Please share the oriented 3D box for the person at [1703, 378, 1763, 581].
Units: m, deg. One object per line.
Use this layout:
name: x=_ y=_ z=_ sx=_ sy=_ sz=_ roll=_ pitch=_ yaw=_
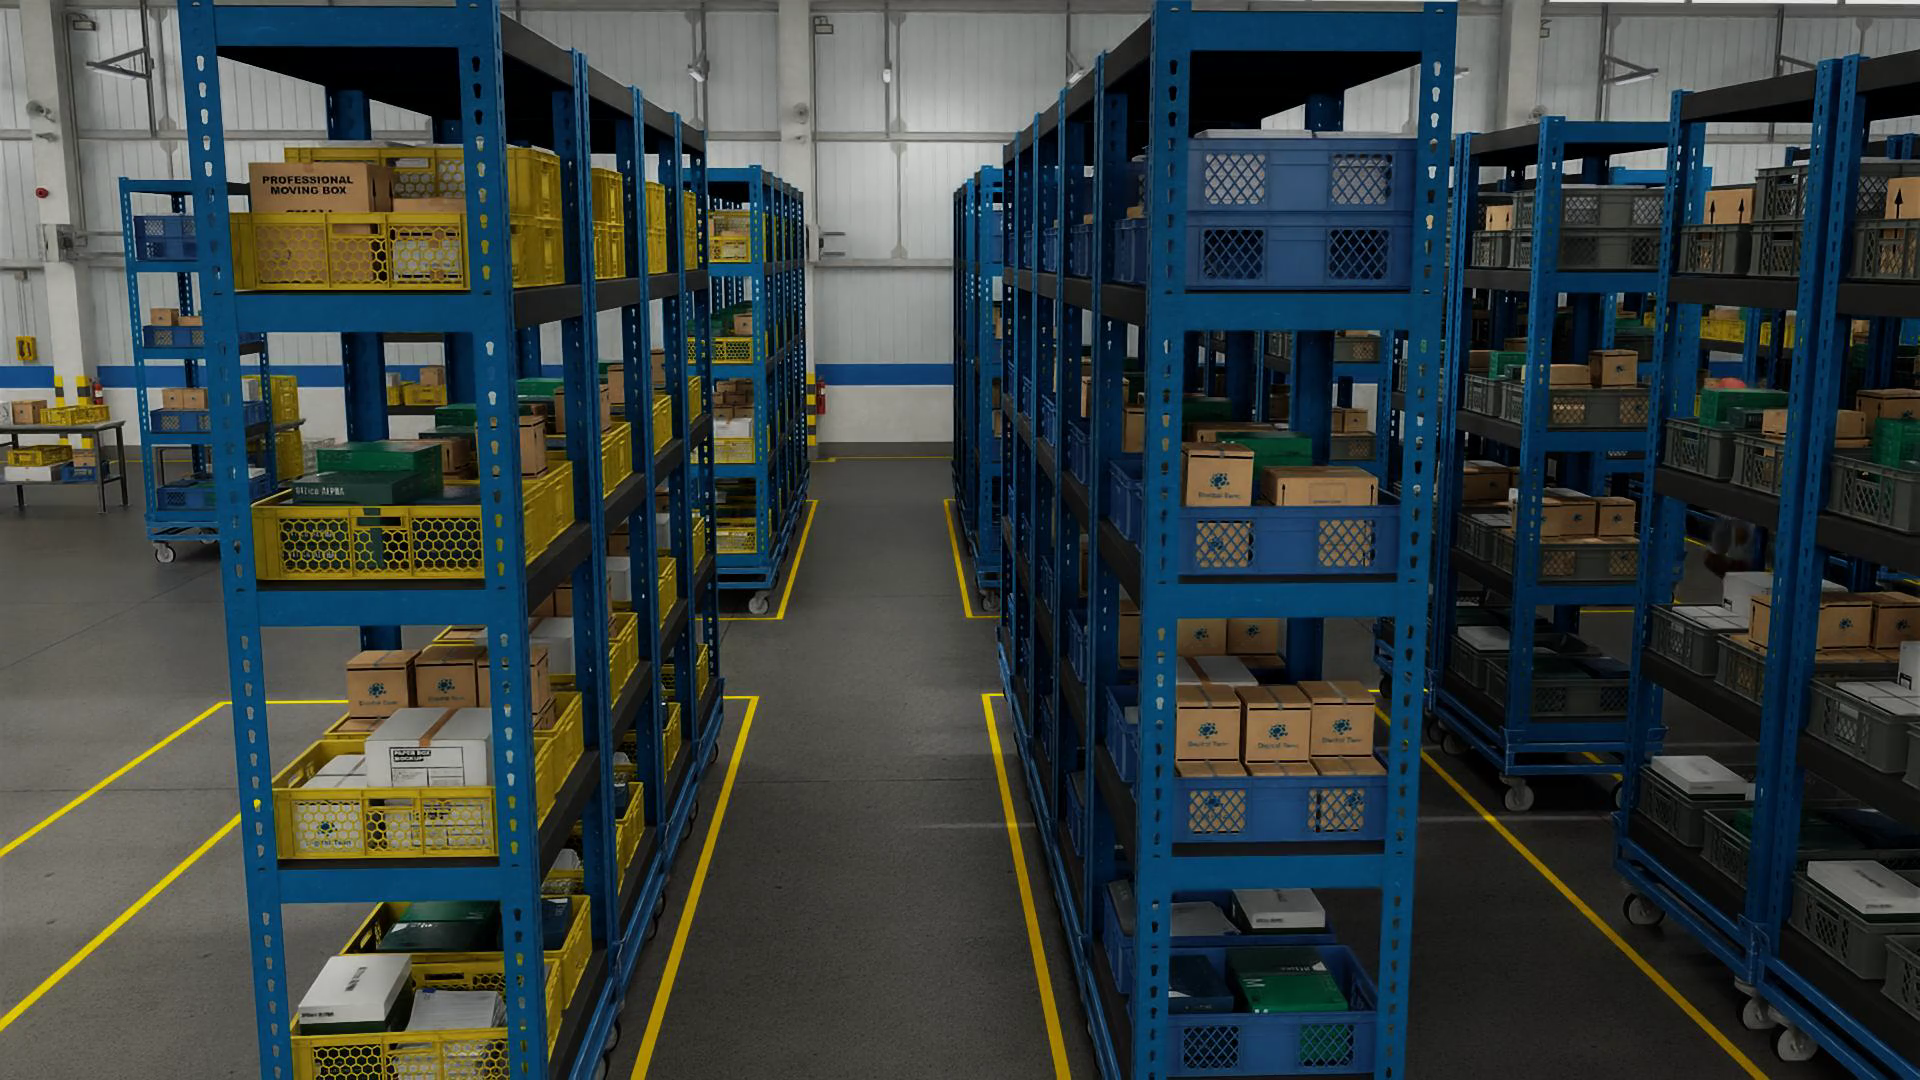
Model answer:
person: x=5.790 y=-0.198 z=12.395 sx=0.576 sy=2.019 sz=0.616 roll=0 pitch=10 yaw=2
